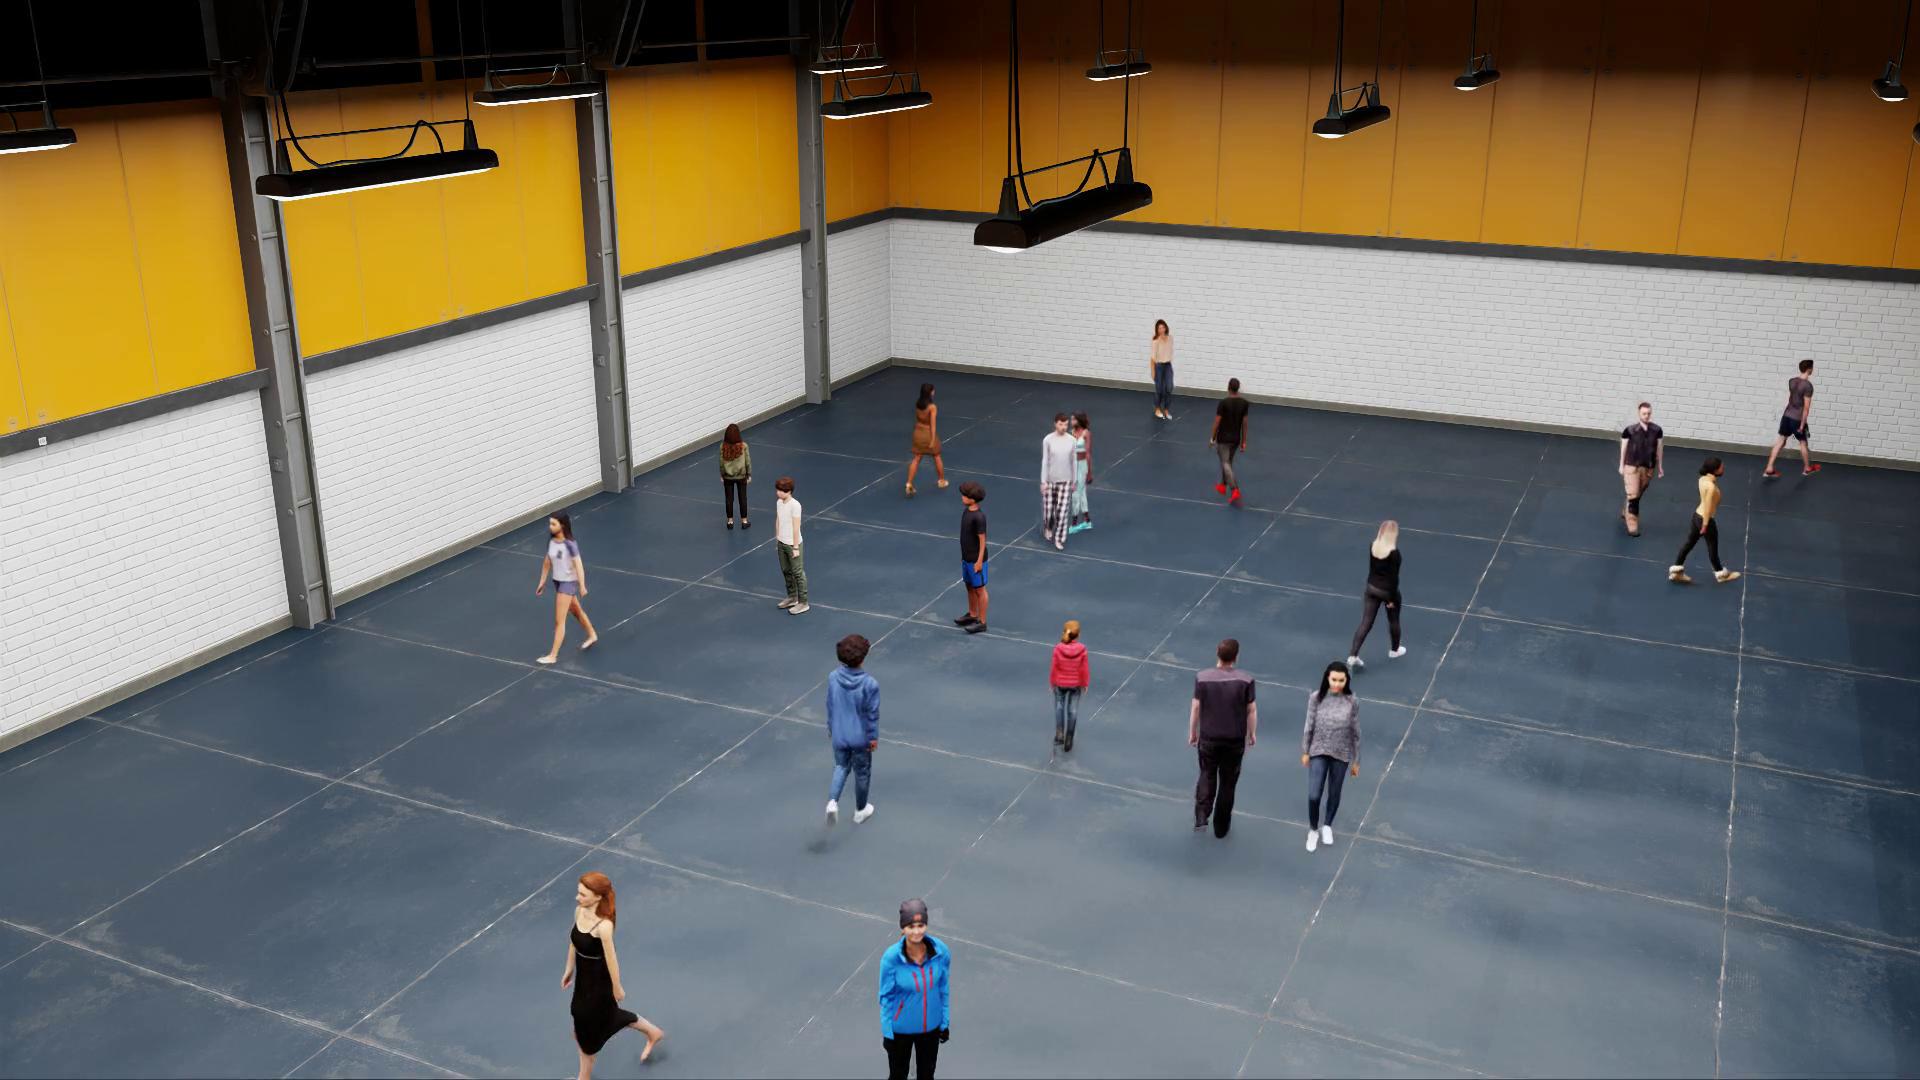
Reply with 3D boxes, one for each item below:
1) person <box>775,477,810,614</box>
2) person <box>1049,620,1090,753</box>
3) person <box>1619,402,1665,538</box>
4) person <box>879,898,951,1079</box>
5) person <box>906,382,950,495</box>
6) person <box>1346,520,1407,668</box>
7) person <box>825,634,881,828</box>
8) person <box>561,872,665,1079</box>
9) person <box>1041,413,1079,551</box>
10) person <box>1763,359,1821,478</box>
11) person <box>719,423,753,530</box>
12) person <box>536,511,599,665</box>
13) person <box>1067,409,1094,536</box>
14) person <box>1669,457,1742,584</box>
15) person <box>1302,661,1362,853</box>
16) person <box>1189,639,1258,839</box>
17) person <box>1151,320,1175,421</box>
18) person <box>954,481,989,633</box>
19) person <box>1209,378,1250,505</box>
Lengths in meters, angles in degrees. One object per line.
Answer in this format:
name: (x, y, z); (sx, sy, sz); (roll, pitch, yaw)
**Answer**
person: (-2.012, 0.045, 19.735); (0.627, 1.649, 0.639); (18, 25, 42)
person: (1.047, 1.434, 16.149); (0.604, 1.306, 0.621); (2, 19, 7)
person: (9.203, -0.992, 22.588); (1.027, 1.795, 1.294); (0, 19, 1)
person: (-0.291, 3.072, 10.519); (0.683, 1.795, 0.725); (-5, 19, -15)
person: (-0.566, -1.435, 24.139); (0.735, 1.645, 1.096); (15, 24, 37)
person: (4.503, 0.619, 18.038); (1.222, 1.646, 0.917); (-16, 24, -38)
person: (-0.977, 1.705, 14.568); (0.689, 1.802, 0.875); (8, 20, 22)
person: (-2.359, 2.939, 11.235); (1.109, 1.592, 0.903); (-12, 22, -31)
person: (1.276, -0.805, 21.967); (0.818, 1.836, 0.887); (-2, 19, -5)
person: (12.423, -1.773, 24.902); (1.233, 1.798, 1.163); (-7, 20, -19)
person: (-3.078, -0.877, 22.749); (0.659, 1.475, 0.650); (-1, 19, -2)
person: (-4.287, 0.491, 18.363); (0.794, 1.681, 1.181); (15, 24, 37)
person: (1.690, -0.947, 22.582); (0.924, 1.712, 0.811); (-14, 23, -35)
person: (9.118, -0.228, 20.581); (0.915, 1.628, 1.084); (1, 19, 3)
person: (3.203, 1.814, 14.380); (0.738, 1.716, 0.774); (2, 19, 7)
person: (2.254, 1.756, 14.372); (0.732, 1.830, 0.688); (6, 20, 17)
person: (3.445, -2.907, 28.354); (0.795, 1.744, 0.859); (-8, 20, -22)
person: (0.169, 0.174, 19.125); (0.743, 1.794, 0.693); (-8, 20, -23)
person: (3.890, -1.406, 23.831); (1.146, 1.786, 1.212); (-7, 20, -19)
